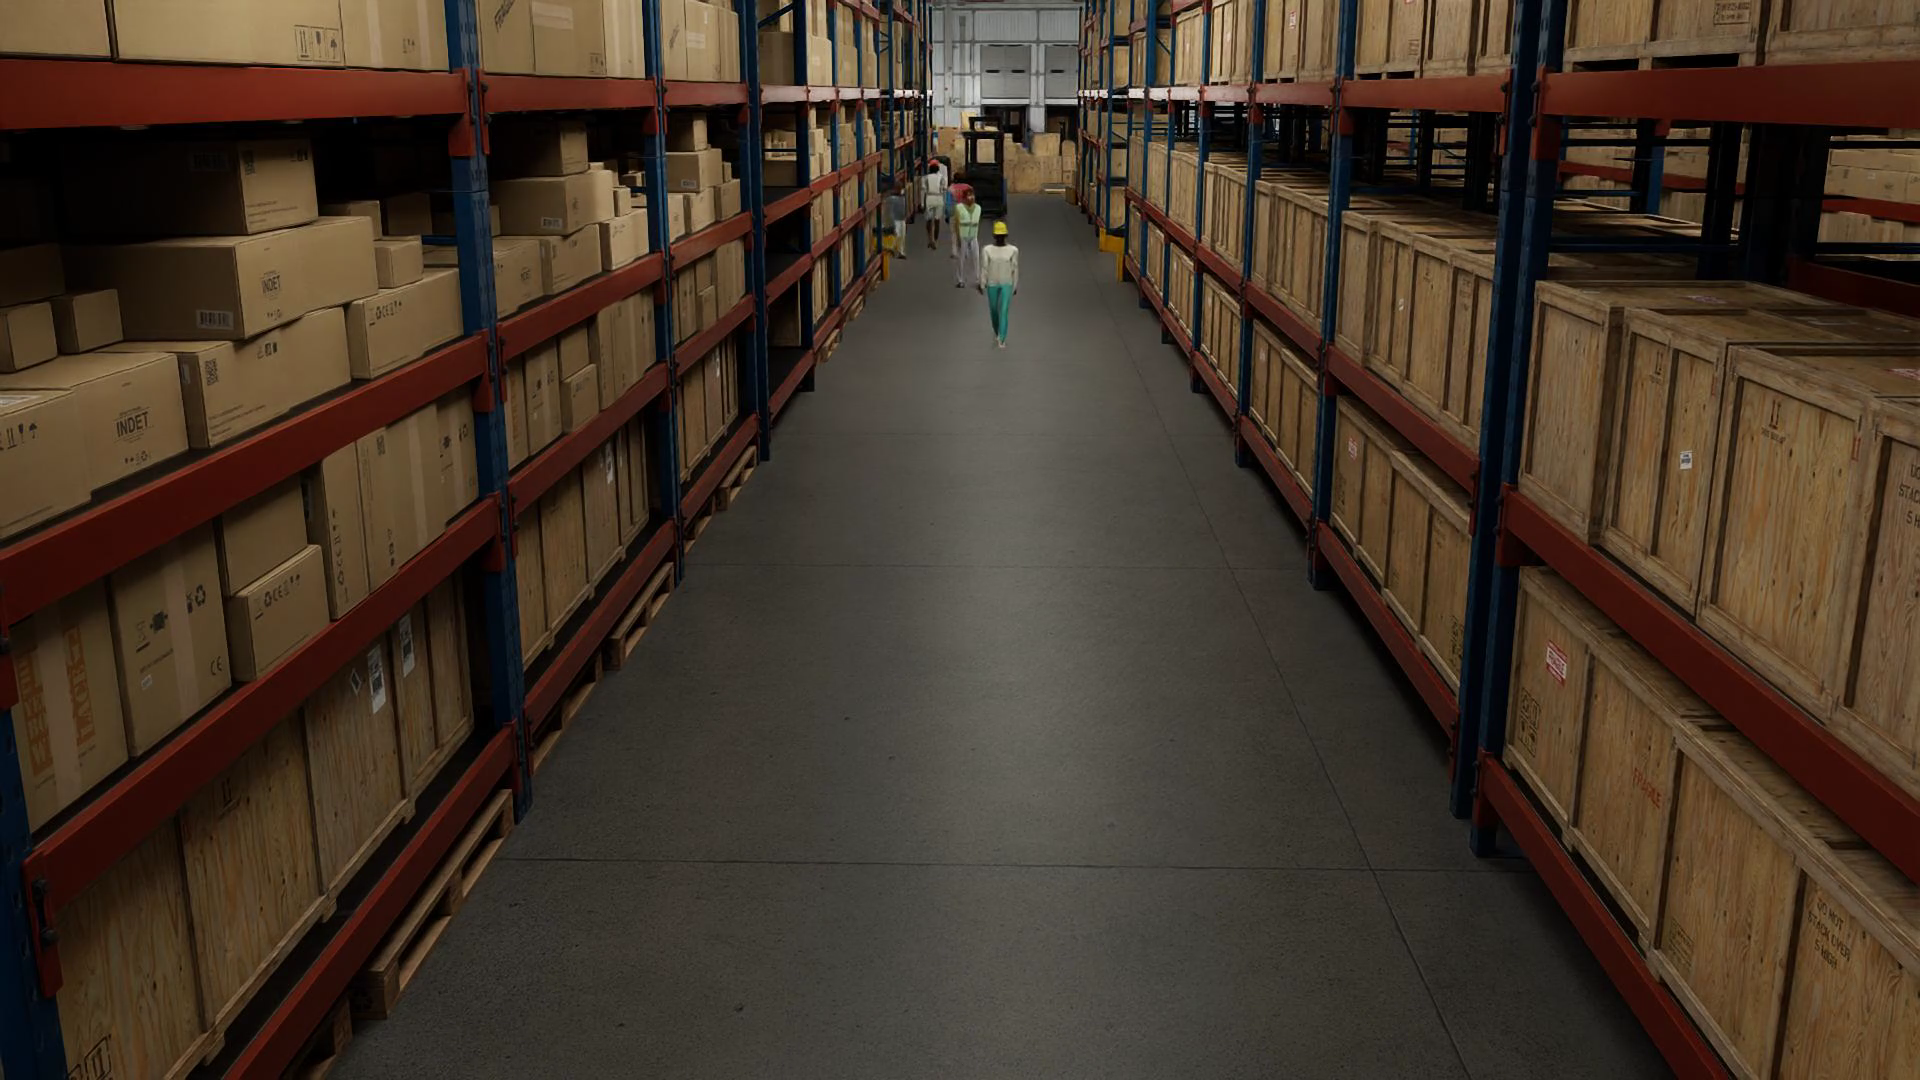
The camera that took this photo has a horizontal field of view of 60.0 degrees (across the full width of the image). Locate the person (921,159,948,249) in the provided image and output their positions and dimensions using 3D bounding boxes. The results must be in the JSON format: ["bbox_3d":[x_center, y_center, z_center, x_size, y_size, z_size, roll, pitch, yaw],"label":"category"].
[{"bbox_3d":[-0.576,-7.688,38.044,0.628,2.006,0.893,0,15,-1],"label":"person"}]

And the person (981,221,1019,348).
[{"bbox_3d":[0.563,-3.618,23.421,0.527,1.745,0.789,2,15,6],"label":"person"}]

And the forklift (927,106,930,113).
[{"bbox_3d":[-1.995,-20.729,84.918,1.129,2.768,1.873,0,15,2],"label":"forklift"}]

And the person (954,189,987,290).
[{"bbox_3d":[0.179,-5.411,29.964,0.567,1.794,0.964,-8,17,-26],"label":"person"}]

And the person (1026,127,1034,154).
[{"bbox_3d":[3.298,-19.029,80.490,1.063,1.880,0.639,6,16,22],"label":"person"}]

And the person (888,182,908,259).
[{"bbox_3d":[-1.284,-6.794,35.436,0.362,1.621,0.517,10,18,32],"label":"person"}]

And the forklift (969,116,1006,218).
[{"bbox_3d":[0.730,-10.691,47.570,1.129,2.768,1.873,2,15,6],"label":"forklift"}]

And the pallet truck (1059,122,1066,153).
[{"bbox_3d":[5.788,-21.111,88.014,1.885,1.965,0.823,5,16,18],"label":"pallet truck"}]

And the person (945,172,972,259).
[{"bbox_3d":[-0.025,-6.923,35.524,0.636,1.840,0.429,-6,16,-20],"label":"person"}]

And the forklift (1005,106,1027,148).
[{"bbox_3d":[2.696,-20.064,82.443,1.129,2.768,1.873,-7,17,-24],"label":"forklift"}]

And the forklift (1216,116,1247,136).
[{"bbox_3d":[7.760,-10.714,47.654,1.129,2.768,1.873,0,15,1],"label":"forklift"}]
